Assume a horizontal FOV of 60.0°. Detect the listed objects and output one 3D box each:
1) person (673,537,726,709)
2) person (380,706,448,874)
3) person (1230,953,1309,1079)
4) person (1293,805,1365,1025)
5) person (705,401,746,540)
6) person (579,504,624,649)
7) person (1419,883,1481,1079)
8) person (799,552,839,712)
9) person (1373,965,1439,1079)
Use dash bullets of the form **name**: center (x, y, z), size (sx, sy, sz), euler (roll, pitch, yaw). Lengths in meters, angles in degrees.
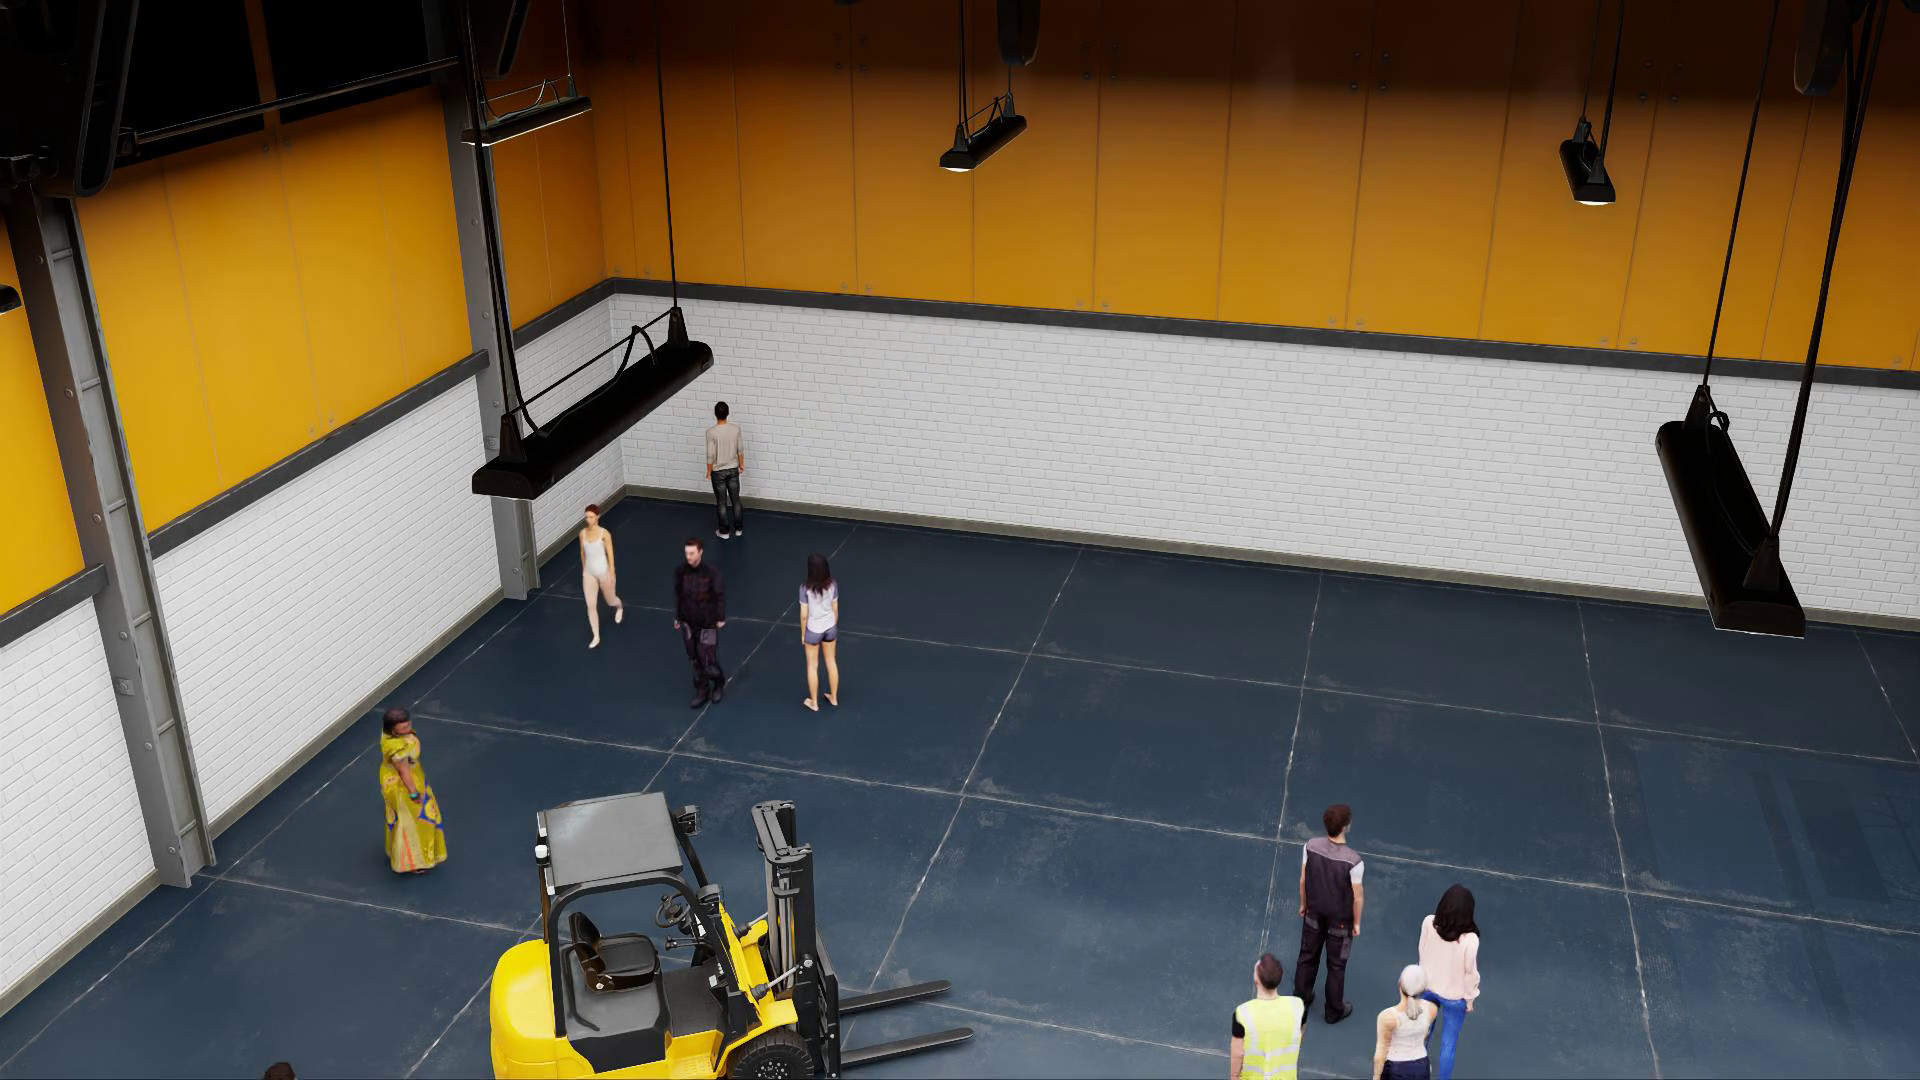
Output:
- **person**: center (-2.662, 0.826, 17.180), size (0.713, 1.897, 0.711), euler (8, 25, 18)
- **person**: center (-4.889, 2.127, 14.531), size (1.065, 1.634, 0.982), euler (-17, 29, -33)
- **person**: center (2.044, 3.595, 10.967), size (0.959, 1.798, 1.212), euler (-3, 24, -6)
- **person**: center (2.809, 2.833, 12.649), size (0.728, 1.848, 0.711), euler (16, 28, 33)
- **person**: center (-2.995, -0.900, 21.235), size (0.727, 1.811, 0.774), euler (-12, 26, -25)
- **person**: center (-4.012, 0.354, 18.604), size (0.610, 1.621, 0.970), euler (4, 24, 8)
- **person**: center (3.455, 3.217, 11.868), size (0.742, 1.770, 0.723), euler (-19, 30, -36)
- **person**: center (-1.434, 0.931, 17.143), size (0.643, 1.733, 0.700), euler (-12, 26, -25)
- **person**: center (2.994, 3.642, 11.040), size (0.952, 1.654, 1.320), euler (-4, 24, -10)
